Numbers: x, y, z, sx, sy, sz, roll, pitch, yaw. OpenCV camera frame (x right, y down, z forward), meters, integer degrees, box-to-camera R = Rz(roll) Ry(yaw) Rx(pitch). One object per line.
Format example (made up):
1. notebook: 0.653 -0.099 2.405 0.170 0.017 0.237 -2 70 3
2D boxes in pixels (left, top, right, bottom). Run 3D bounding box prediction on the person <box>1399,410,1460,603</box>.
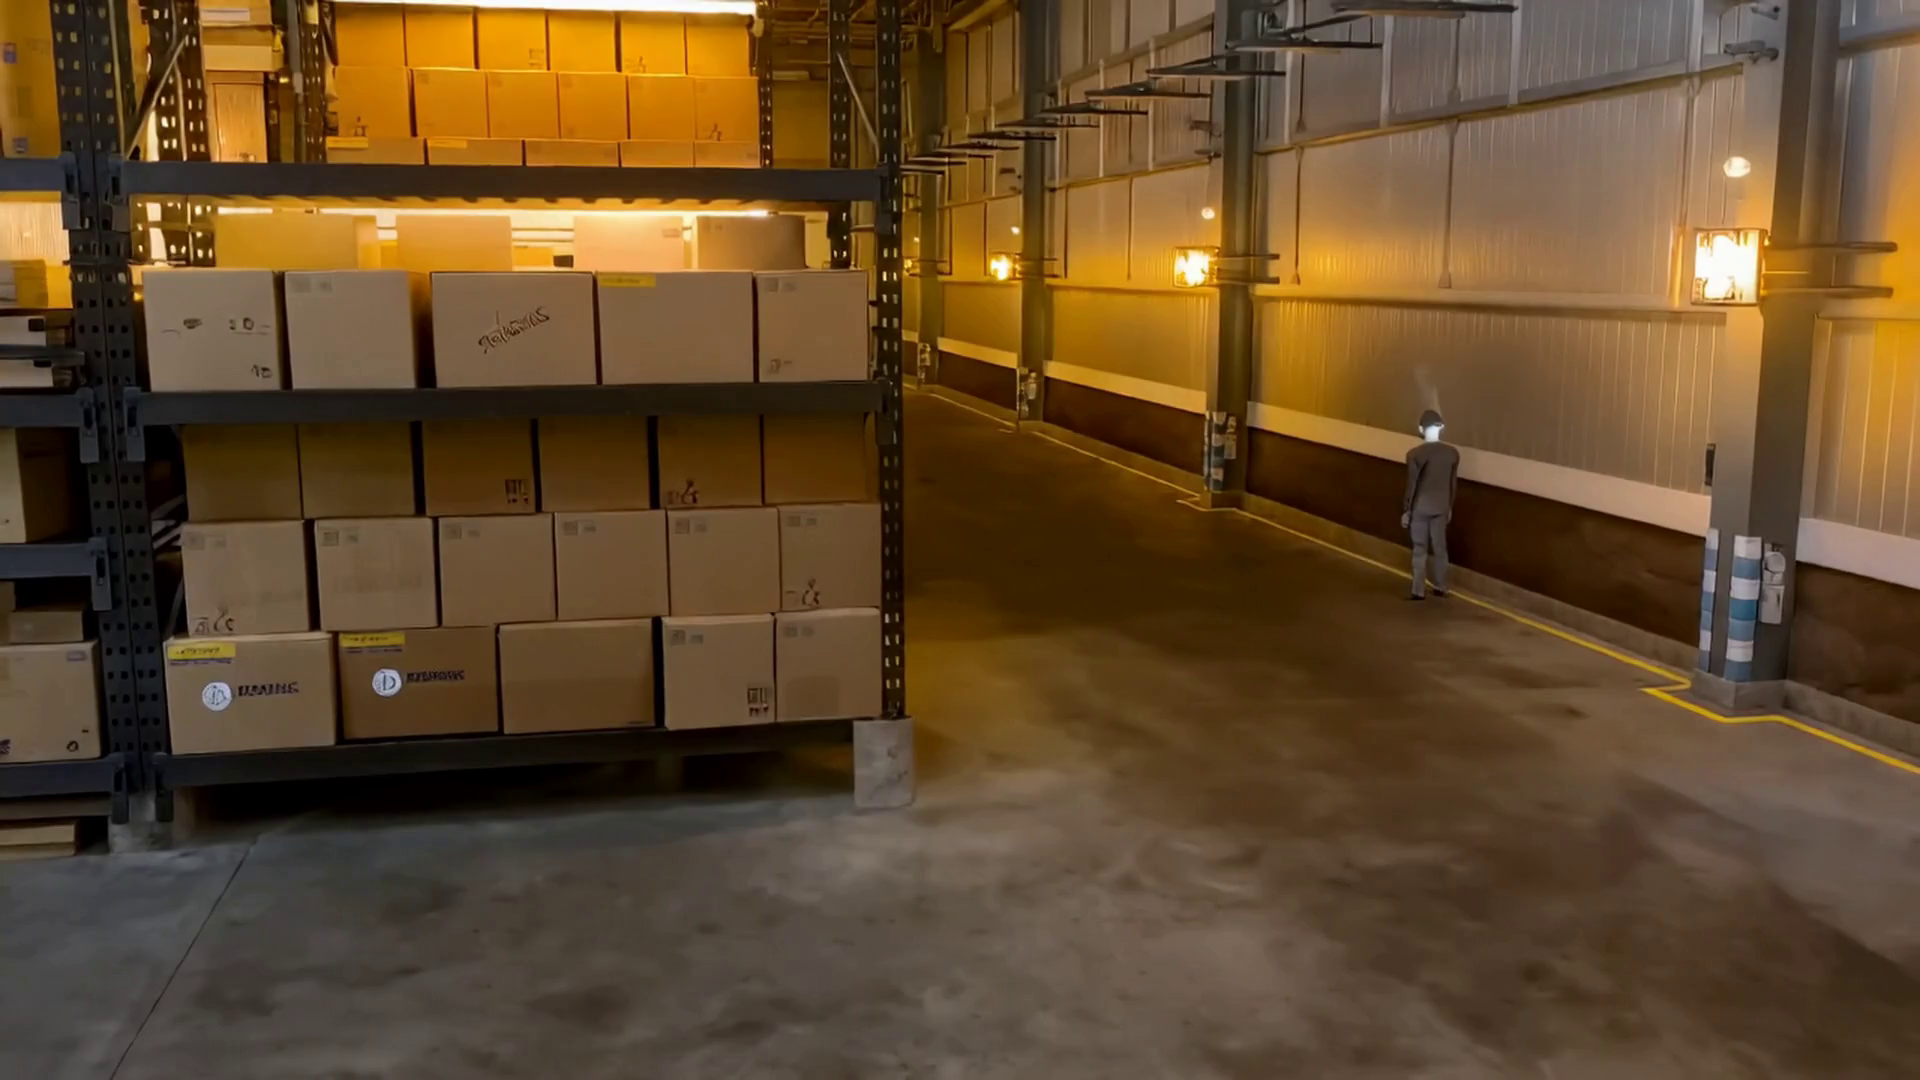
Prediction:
1. person: 4.243 -0.305 15.094 0.560 1.750 0.328 -4 10 -24
